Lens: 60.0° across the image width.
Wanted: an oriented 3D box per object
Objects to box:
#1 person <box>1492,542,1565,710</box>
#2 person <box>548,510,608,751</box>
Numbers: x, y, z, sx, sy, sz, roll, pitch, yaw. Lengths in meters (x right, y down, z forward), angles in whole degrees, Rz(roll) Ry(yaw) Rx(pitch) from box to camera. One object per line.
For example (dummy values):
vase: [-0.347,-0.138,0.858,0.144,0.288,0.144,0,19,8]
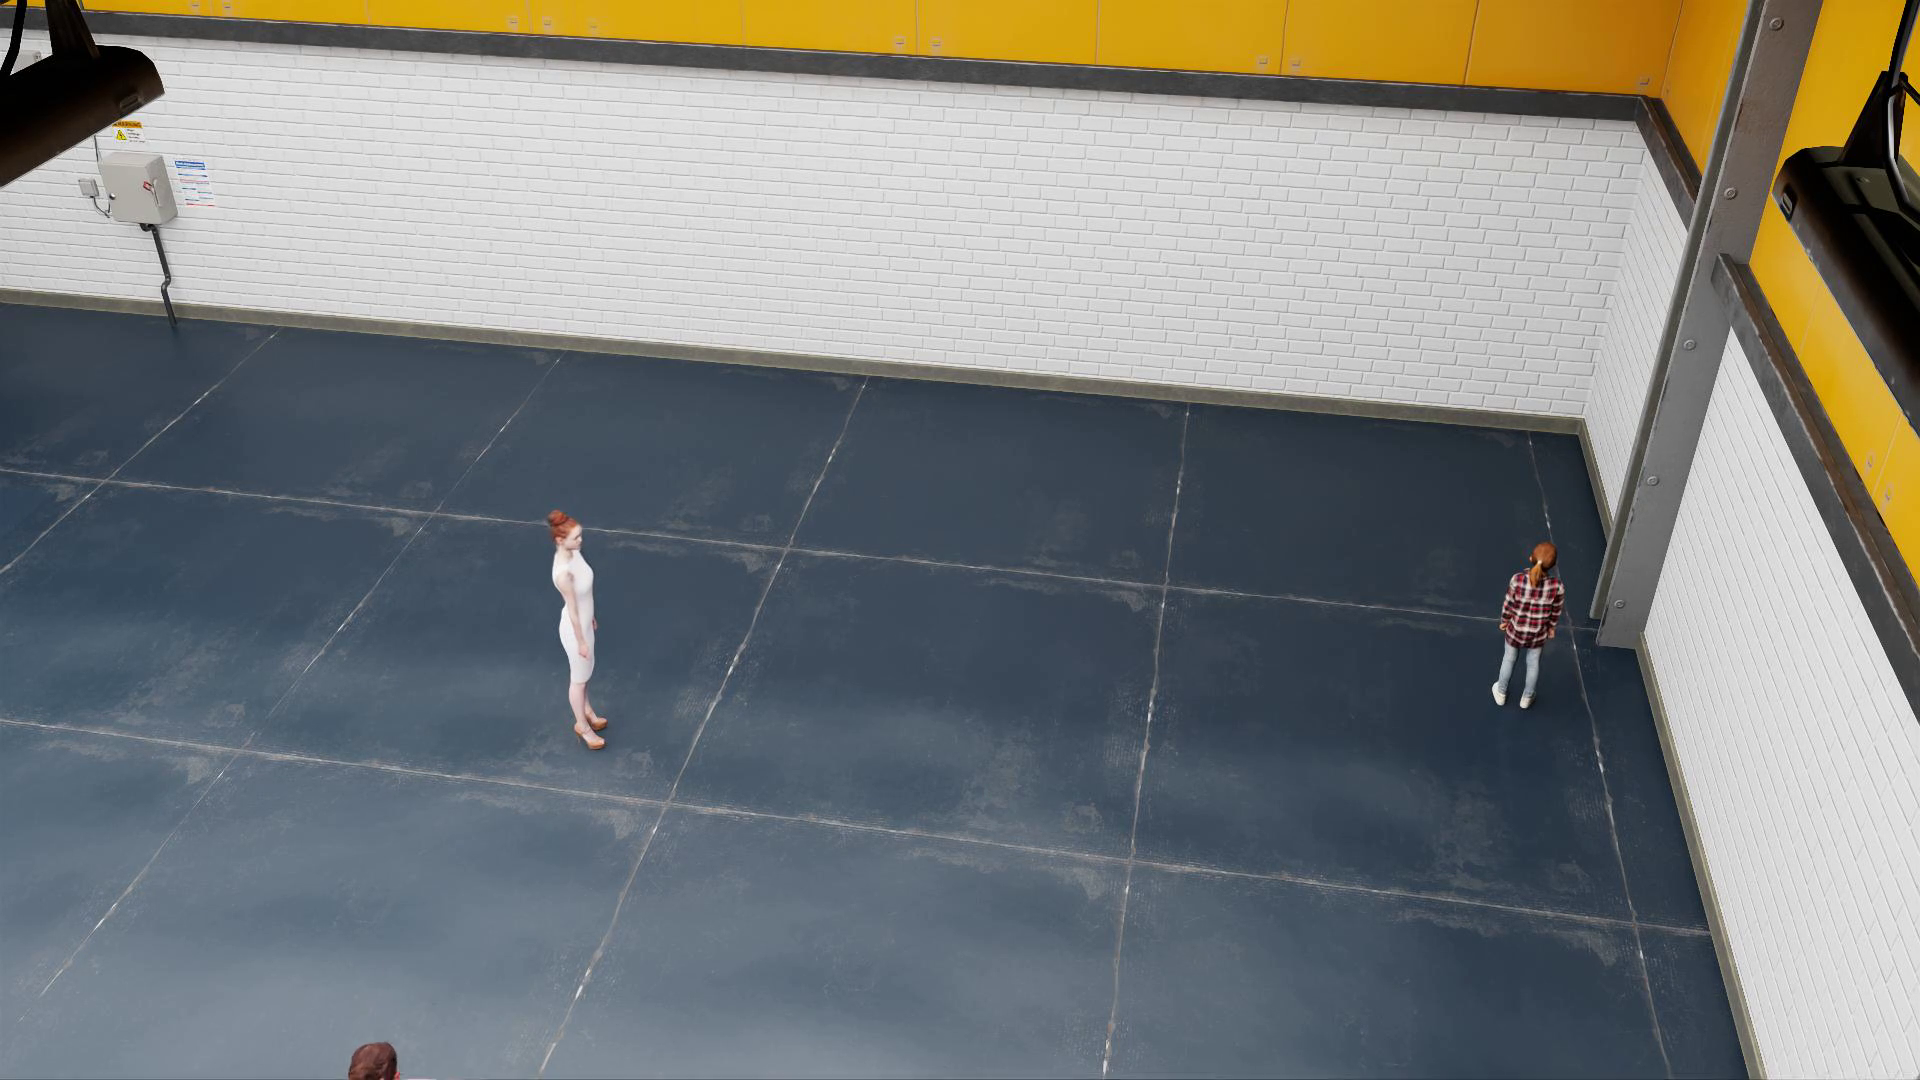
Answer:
person: [3.855,0.575,11.276,0.553,1.305,0.538,10,35,14]
person: [-2.494,0.584,10.815,0.671,1.801,0.493,-3,34,-4]
